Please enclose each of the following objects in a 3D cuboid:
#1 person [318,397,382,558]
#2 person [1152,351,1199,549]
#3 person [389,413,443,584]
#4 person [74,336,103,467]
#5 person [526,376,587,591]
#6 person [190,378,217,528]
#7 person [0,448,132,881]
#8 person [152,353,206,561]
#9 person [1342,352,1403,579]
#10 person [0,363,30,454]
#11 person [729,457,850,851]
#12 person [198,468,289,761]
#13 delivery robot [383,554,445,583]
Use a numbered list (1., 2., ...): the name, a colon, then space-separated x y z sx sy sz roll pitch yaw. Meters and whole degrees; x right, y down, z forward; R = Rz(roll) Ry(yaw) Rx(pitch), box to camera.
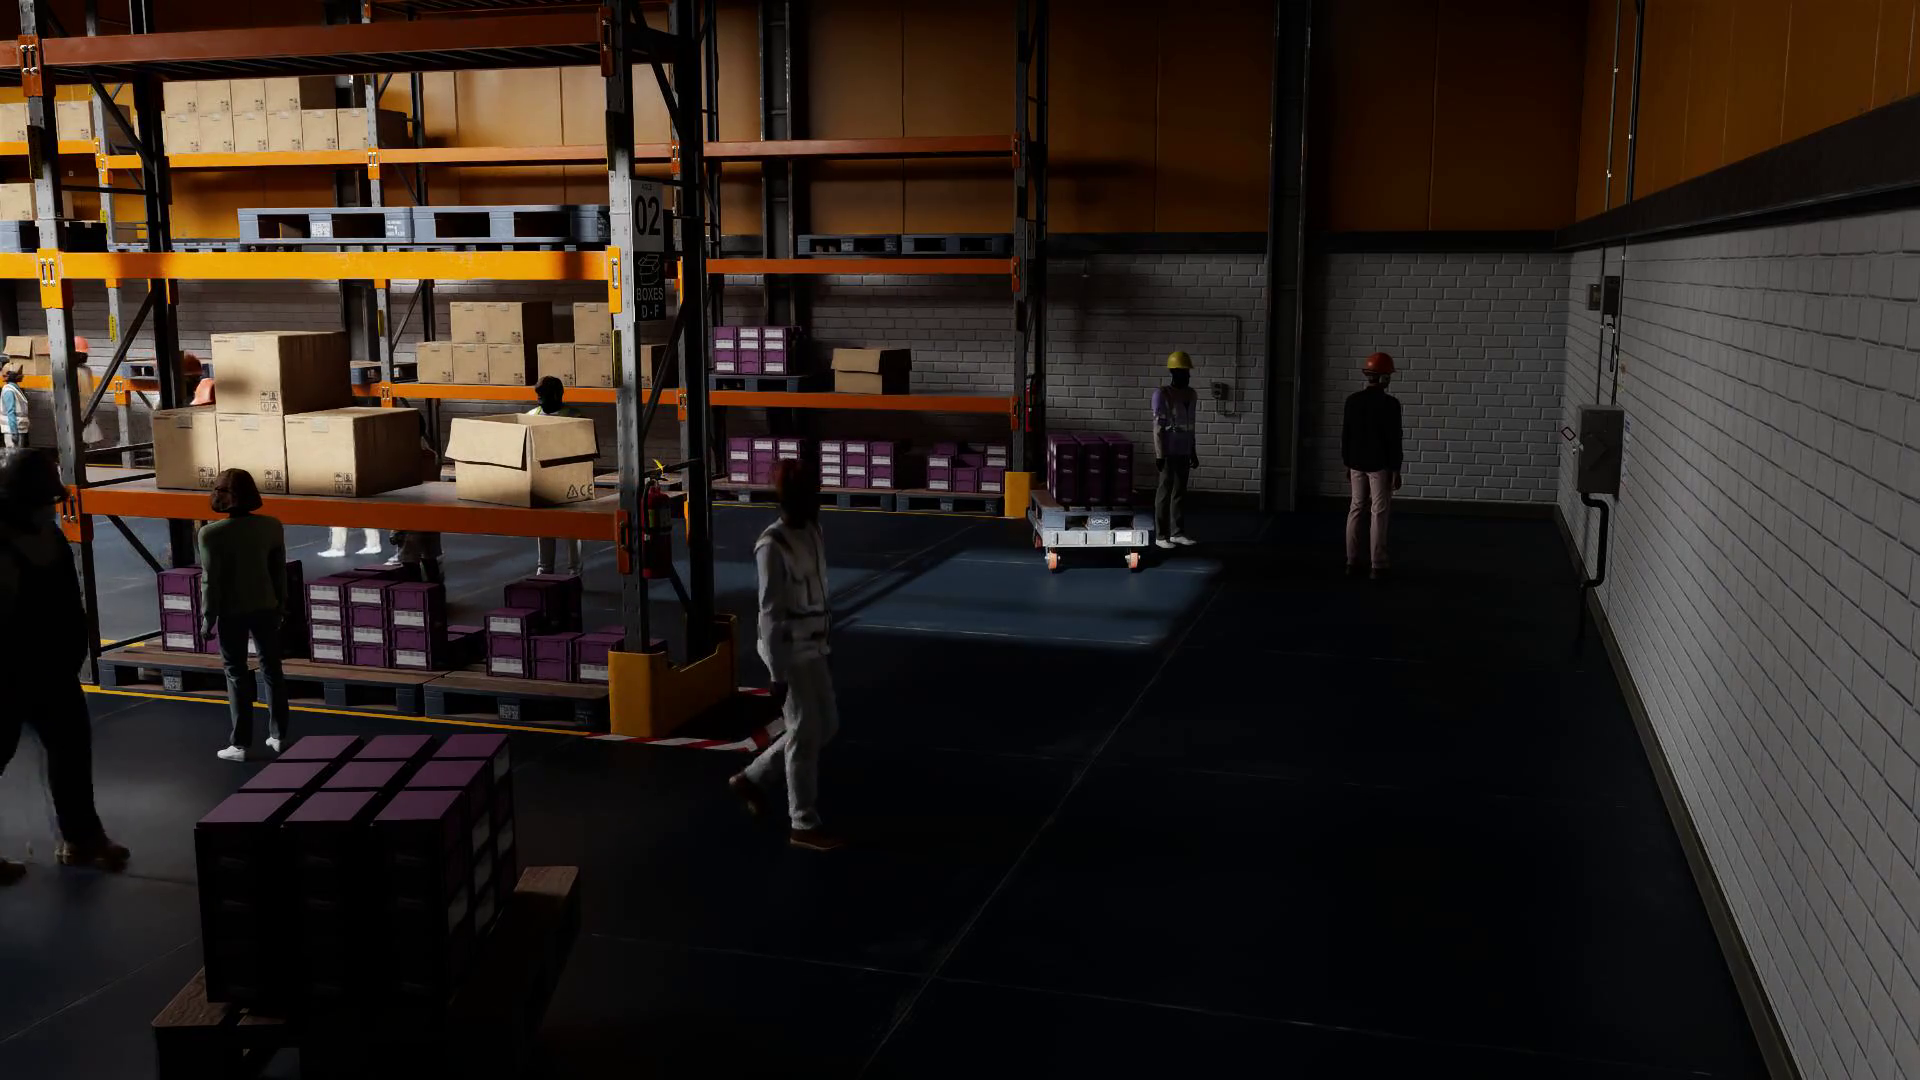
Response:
1. person: -5.807 -0.635 15.767 0.472 1.621 0.526 1 9 6
2. person: 2.121 -0.882 16.279 0.587 1.930 0.363 -9 13 -42
3. person: -4.041 -0.118 12.330 0.315 1.695 0.541 3 10 17
4. person: -10.588 -1.483 19.958 0.538 1.922 0.574 1 9 5
5. person: -3.398 -0.452 13.925 0.634 1.841 0.429 3 10 19
6. person: -5.430 -0.228 12.272 0.552 1.934 0.373 5 11 30
7. person: -4.149 0.530 7.335 0.830 2.000 0.715 1 9 4
8. person: -6.828 -0.665 14.761 1.016 2.004 0.627 6 11 33
9. person: 3.662 -0.658 14.709 0.389 1.992 0.625 -7 12 -36
10. person: -11.019 -1.249 19.404 0.310 1.636 0.522 -4 10 -23
11. person: -0.807 0.536 7.829 0.551 1.868 0.594 3 10 16
12. person: -3.988 0.412 9.278 0.273 1.636 0.507 7 12 36
13. delivery robot: -4.371 0.260 13.211 0.477 0.478 0.707 1 9 4
